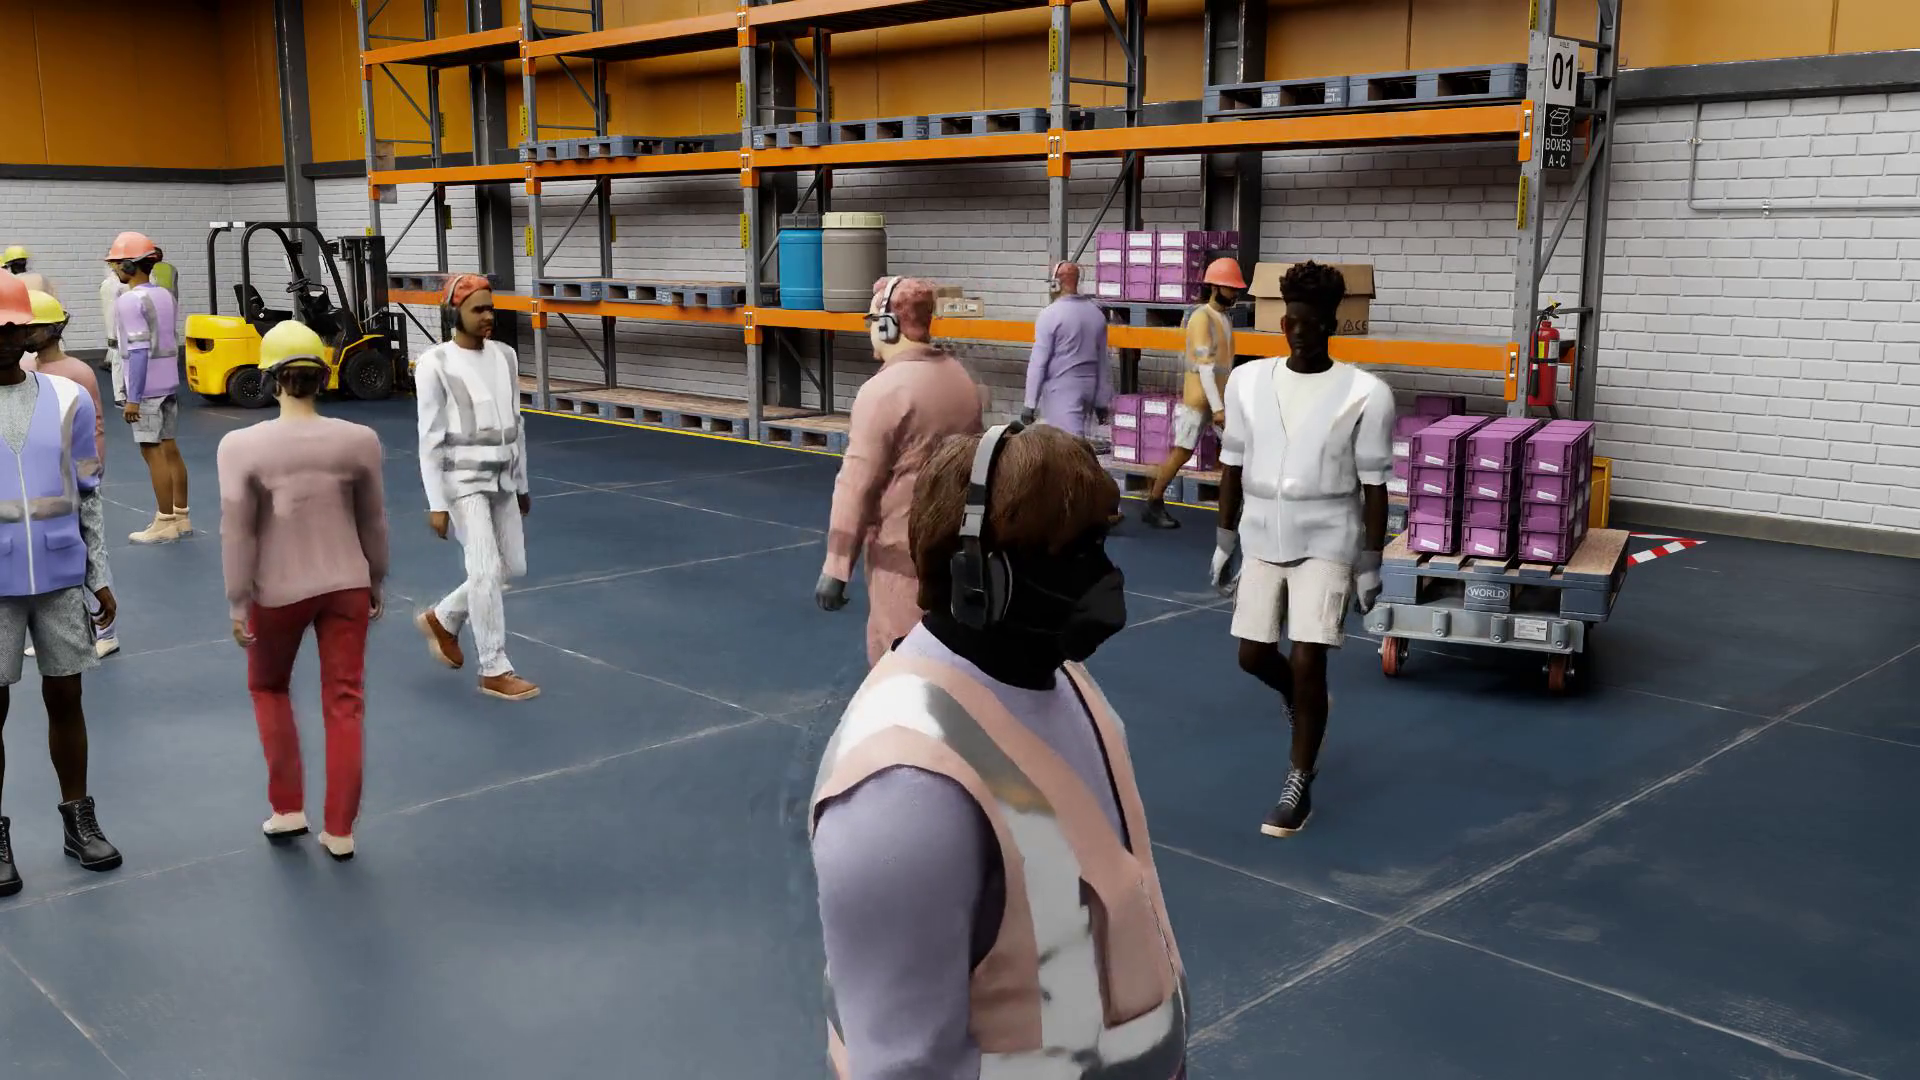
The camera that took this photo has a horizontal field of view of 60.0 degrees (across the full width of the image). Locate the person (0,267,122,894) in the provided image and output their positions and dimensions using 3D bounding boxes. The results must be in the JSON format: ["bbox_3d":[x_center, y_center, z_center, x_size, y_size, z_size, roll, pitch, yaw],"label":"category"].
[{"bbox_3d":[-2.919,0.121,5.166,0.552,1.937,0.356,-10,14,-44],"label":"person"}]

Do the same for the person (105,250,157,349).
[{"bbox_3d":[-9.386,-2.367,18.910,0.582,1.870,0.725,4,11,19],"label":"person"}]

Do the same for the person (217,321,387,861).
[{"bbox_3d":[-2.144,0.161,5.453,0.539,1.743,0.588,-7,13,-35],"label":"person"}]

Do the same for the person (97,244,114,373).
[{"bbox_3d":[-12.403,-3.420,24.596,0.653,1.885,1.006,1,10,7],"label":"person"}]

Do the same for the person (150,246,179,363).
[{"bbox_3d":[-12.659,-3.705,26.292,0.429,1.845,0.621,6,12,30],"label":"person"}]

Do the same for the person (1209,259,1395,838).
[{"bbox_3d":[1.202,0.004,5.780,0.622,1.947,0.704,7,13,34],"label":"person"}]

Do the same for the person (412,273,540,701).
[{"bbox_3d":[-2.158,-0.234,7.305,0.652,1.864,0.589,5,12,26],"label":"person"}]

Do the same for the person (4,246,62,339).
[{"bbox_3d":[-10.416,-2.328,18.610,0.478,1.898,0.613,7,13,34],"label":"person"}]

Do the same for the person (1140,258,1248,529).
[{"bbox_3d":[1.680,-0.962,11.264,1.040,1.881,0.534,8,13,37],"label":"person"}]

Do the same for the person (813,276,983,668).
[{"bbox_3d":[-0.270,0.048,5.728,0.727,1.885,0.648,5,12,25],"label":"person"}]

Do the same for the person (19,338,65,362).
[{"bbox_3d":[-6.445,-0.888,11.536,0.514,1.616,0.400,-8,13,-36],"label":"person"}]

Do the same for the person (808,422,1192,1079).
[{"bbox_3d":[-0.002,0.751,2.076,0.799,1.821,0.627,3,11,17],"label":"person"}]

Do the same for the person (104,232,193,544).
[{"bbox_3d":[-5.361,-0.993,10.953,0.386,2.041,0.615,-1,10,-3],"label":"person"}]

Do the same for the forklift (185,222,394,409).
[{"bbox_3d":[-8.169,-2.758,20.163,2.313,2.155,1.214,-10,14,-44],"label":"forklift"}]

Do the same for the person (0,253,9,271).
[{"bbox_3d":[-11.344,-2.499,19.771,0.403,1.826,0.596,-2,11,-9],"label":"person"}]

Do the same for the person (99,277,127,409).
[{"bbox_3d":[-9.781,-2.463,19.543,0.403,1.830,0.599,2,11,13],"label":"person"}]

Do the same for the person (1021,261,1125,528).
[{"bbox_3d":[0.775,-0.972,11.392,0.985,1.865,0.663,9,14,40],"label":"person"}]

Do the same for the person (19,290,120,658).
[{"bbox_3d":[-4.291,-0.294,7.900,0.533,1.767,0.326,4,11,22],"label":"person"}]
